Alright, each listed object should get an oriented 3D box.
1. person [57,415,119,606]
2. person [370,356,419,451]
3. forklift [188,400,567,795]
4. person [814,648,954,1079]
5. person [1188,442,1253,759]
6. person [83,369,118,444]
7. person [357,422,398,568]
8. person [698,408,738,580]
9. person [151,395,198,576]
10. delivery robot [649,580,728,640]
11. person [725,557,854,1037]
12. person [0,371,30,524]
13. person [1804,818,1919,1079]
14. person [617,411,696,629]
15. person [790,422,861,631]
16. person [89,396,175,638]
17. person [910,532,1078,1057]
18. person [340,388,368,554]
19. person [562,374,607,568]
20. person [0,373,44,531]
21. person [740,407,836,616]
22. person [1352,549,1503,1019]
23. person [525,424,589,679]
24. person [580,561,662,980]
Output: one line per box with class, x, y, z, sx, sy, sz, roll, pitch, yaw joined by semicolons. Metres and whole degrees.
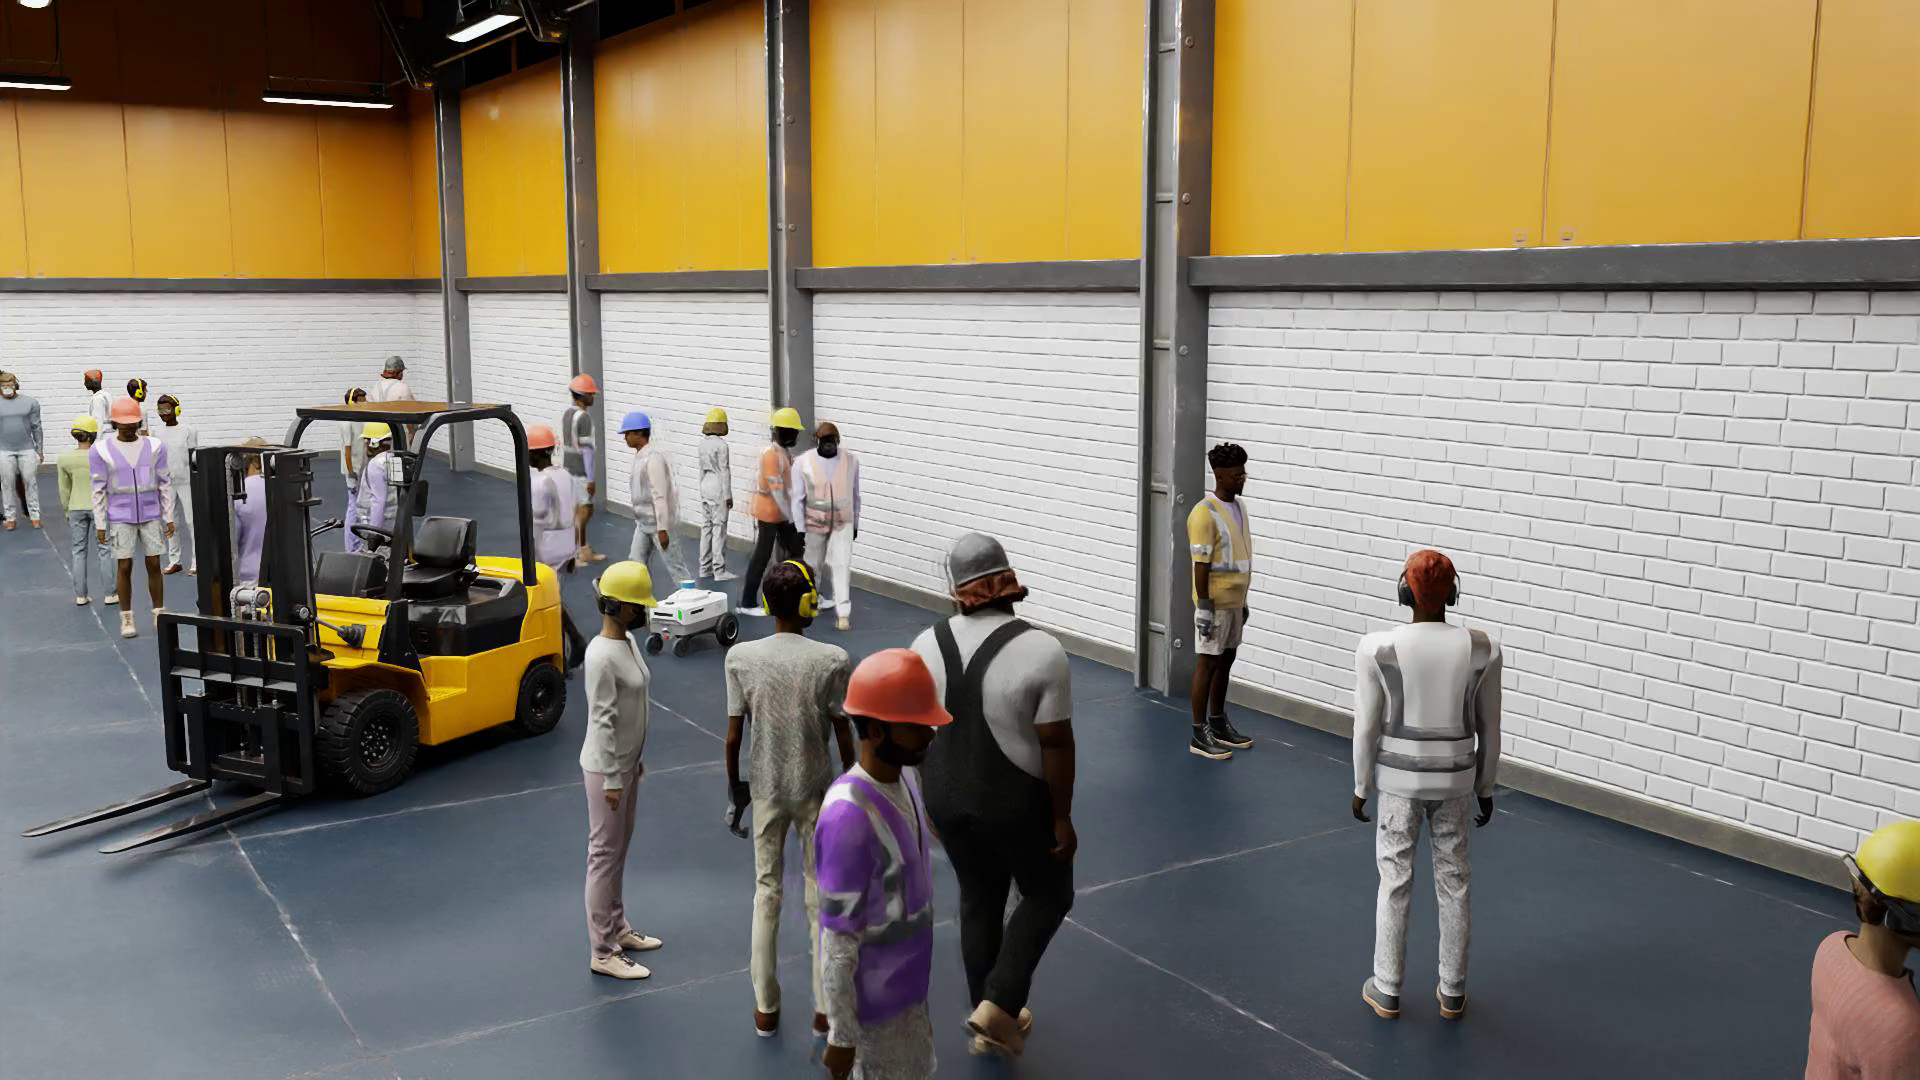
person;-8.013;-0.269;15.343;0.525;1.769;0.309;-1;8;-4
person;-7.646;-1.496;22.689;0.679;2.000;0.537;5;10;28
forklift;-3.529;0.258;10.348;1.214;2.155;2.313;4;9;25
person;-0.267;1.240;4.662;0.548;1.924;0.545;2;9;12
person;1.641;0.365;10.389;0.361;1.964;0.616;6;10;33
person;-11.412;-1.330;22.116;0.364;1.880;0.580;-3;9;-17
person;-4.925;-0.132;14.193;0.404;1.830;0.601;0;8;1
person;-2.450;-0.467;16.791;0.321;1.737;0.489;-7;11;-38
person;-7.998;-0.558;16.988;0.510;1.861;0.324;1;8;3
delivery robot;-2.189;0.571;13.426;0.477;0.478;0.707;4;9;26
person;-0.651;0.999;6.458;0.532;1.865;0.310;1;8;4
person;-12.013;-1.168;20.931;0.613;1.915;0.946;-1;8;-4
person;2.017;1.465;3.686;0.344;1.758;0.532;2;9;13
person;-2.543;-0.141;14.096;0.718;1.901;0.662;-4;10;-27
person;-1.175;-0.152;14.508;0.625;1.791;0.965;-2;9;-15
person;-6.910;-0.190;13.930;0.613;2.033;0.411;-6;11;-37
person;0.149;0.943;6.250;0.704;2.000;0.563;6;10;34
person;-6.481;-0.698;17.884;0.313;1.869;0.528;-1;8;-5
person;-4.014;-0.734;17.578;0.482;2.040;0.636;-5;10;-32
person;-11.497;-1.071;20.227;0.636;1.928;0.386;-5;10;-32
person;-1.536;-0.235;14.732;0.949;1.869;0.594;2;9;12
person;1.838;0.970;6.593;0.576;1.884;0.355;1;8;4
person;-3.066;0.101;12.332;0.425;1.919;0.539;1;9;8
person;-1.434;0.961;7.077;0.334;1.760;0.523;0;8;1
